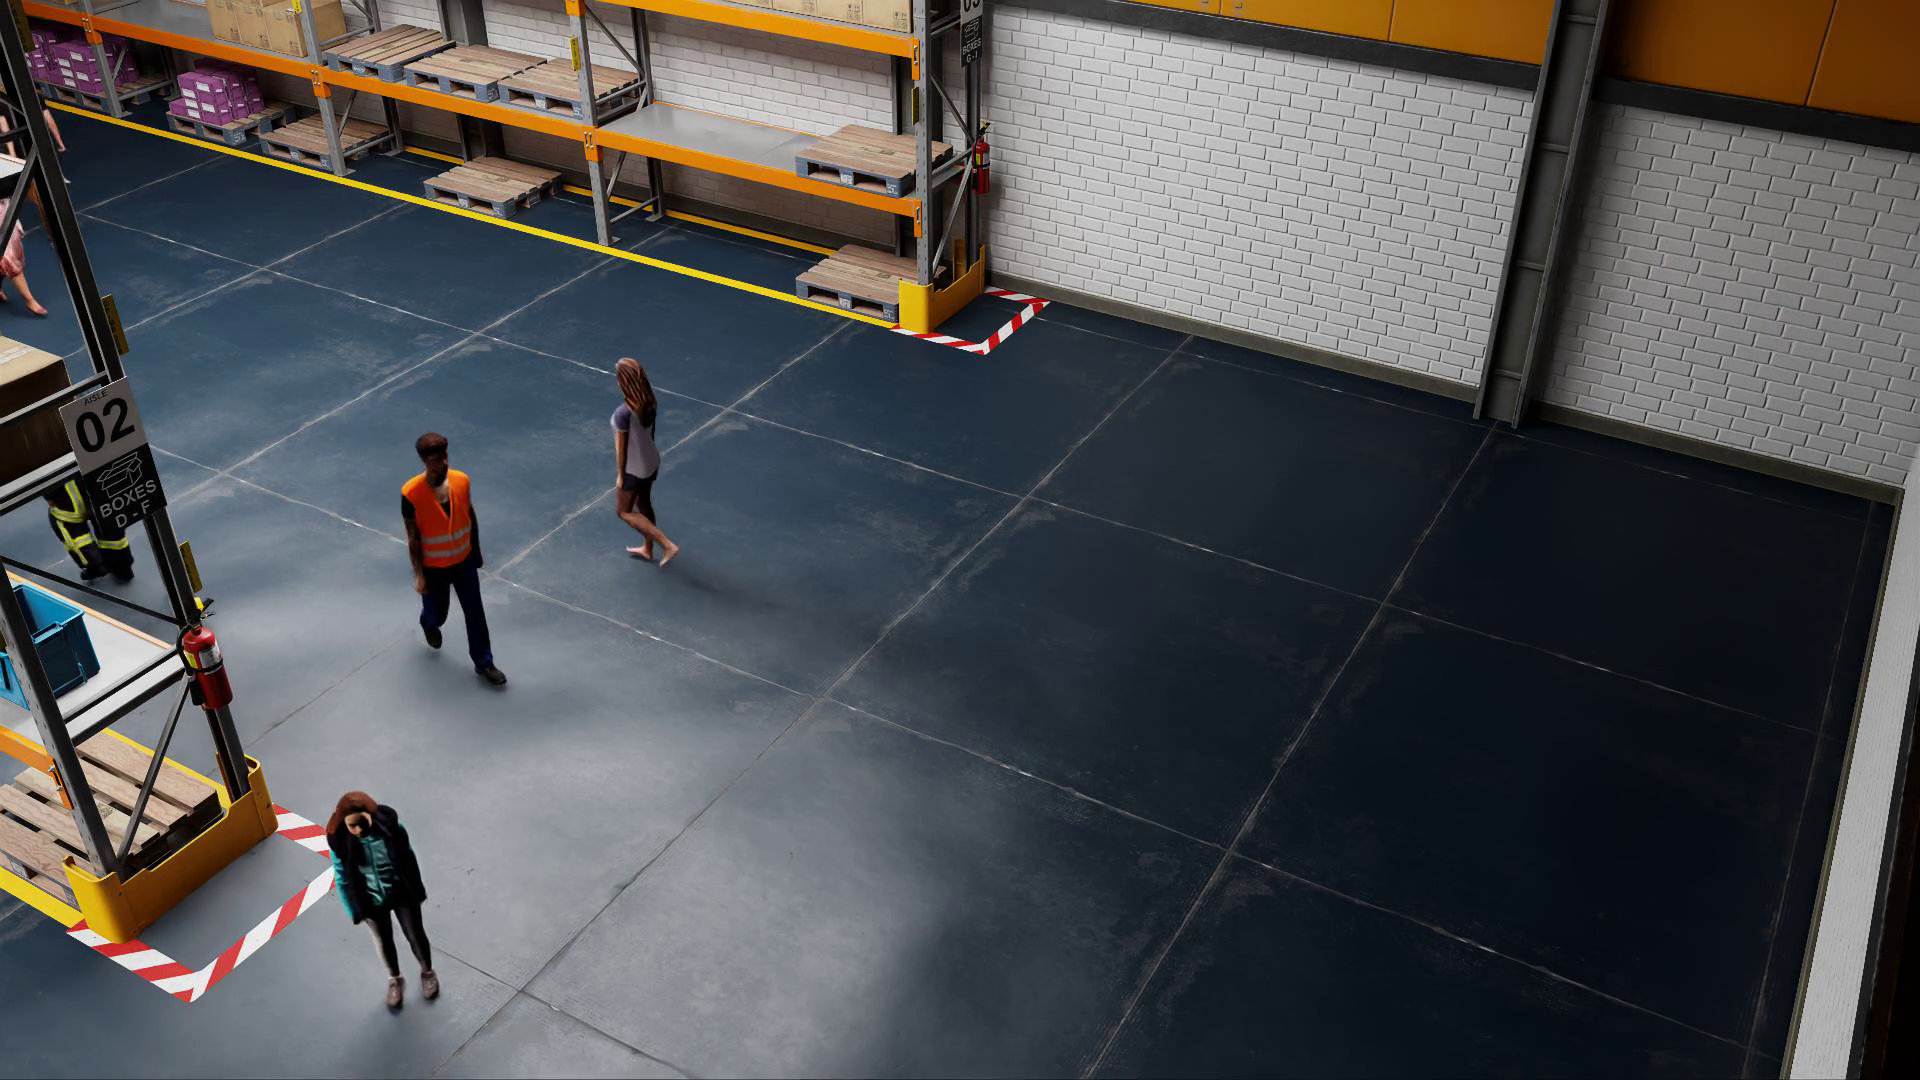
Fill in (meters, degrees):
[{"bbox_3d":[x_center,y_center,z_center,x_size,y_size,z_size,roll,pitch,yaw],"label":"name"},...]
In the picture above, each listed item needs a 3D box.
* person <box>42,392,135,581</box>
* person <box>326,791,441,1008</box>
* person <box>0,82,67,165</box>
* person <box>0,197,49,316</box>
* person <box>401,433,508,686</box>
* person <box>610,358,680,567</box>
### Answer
[{"bbox_3d":[-6.367,-0.451,12.066,0.730,1.848,0.789,21,39,29],"label":"person"},{"bbox_3d":[-3.073,1.871,8.889,0.698,1.498,0.743,-13,36,-19],"label":"person"},{"bbox_3d":[-9.731,-4.067,17.519,1.144,1.833,1.305,-11,35,-16],"label":"person"},{"bbox_3d":[-9.341,-2.984,16.051,1.039,1.656,0.657,14,36,20],"label":"person"},{"bbox_3d":[-3.507,0.107,11.209,0.925,1.867,1.149,-26,41,-33],"label":"person"},{"bbox_3d":[-2.321,-0.527,12.301,0.785,1.715,0.650,14,36,20],"label":"person"}]
